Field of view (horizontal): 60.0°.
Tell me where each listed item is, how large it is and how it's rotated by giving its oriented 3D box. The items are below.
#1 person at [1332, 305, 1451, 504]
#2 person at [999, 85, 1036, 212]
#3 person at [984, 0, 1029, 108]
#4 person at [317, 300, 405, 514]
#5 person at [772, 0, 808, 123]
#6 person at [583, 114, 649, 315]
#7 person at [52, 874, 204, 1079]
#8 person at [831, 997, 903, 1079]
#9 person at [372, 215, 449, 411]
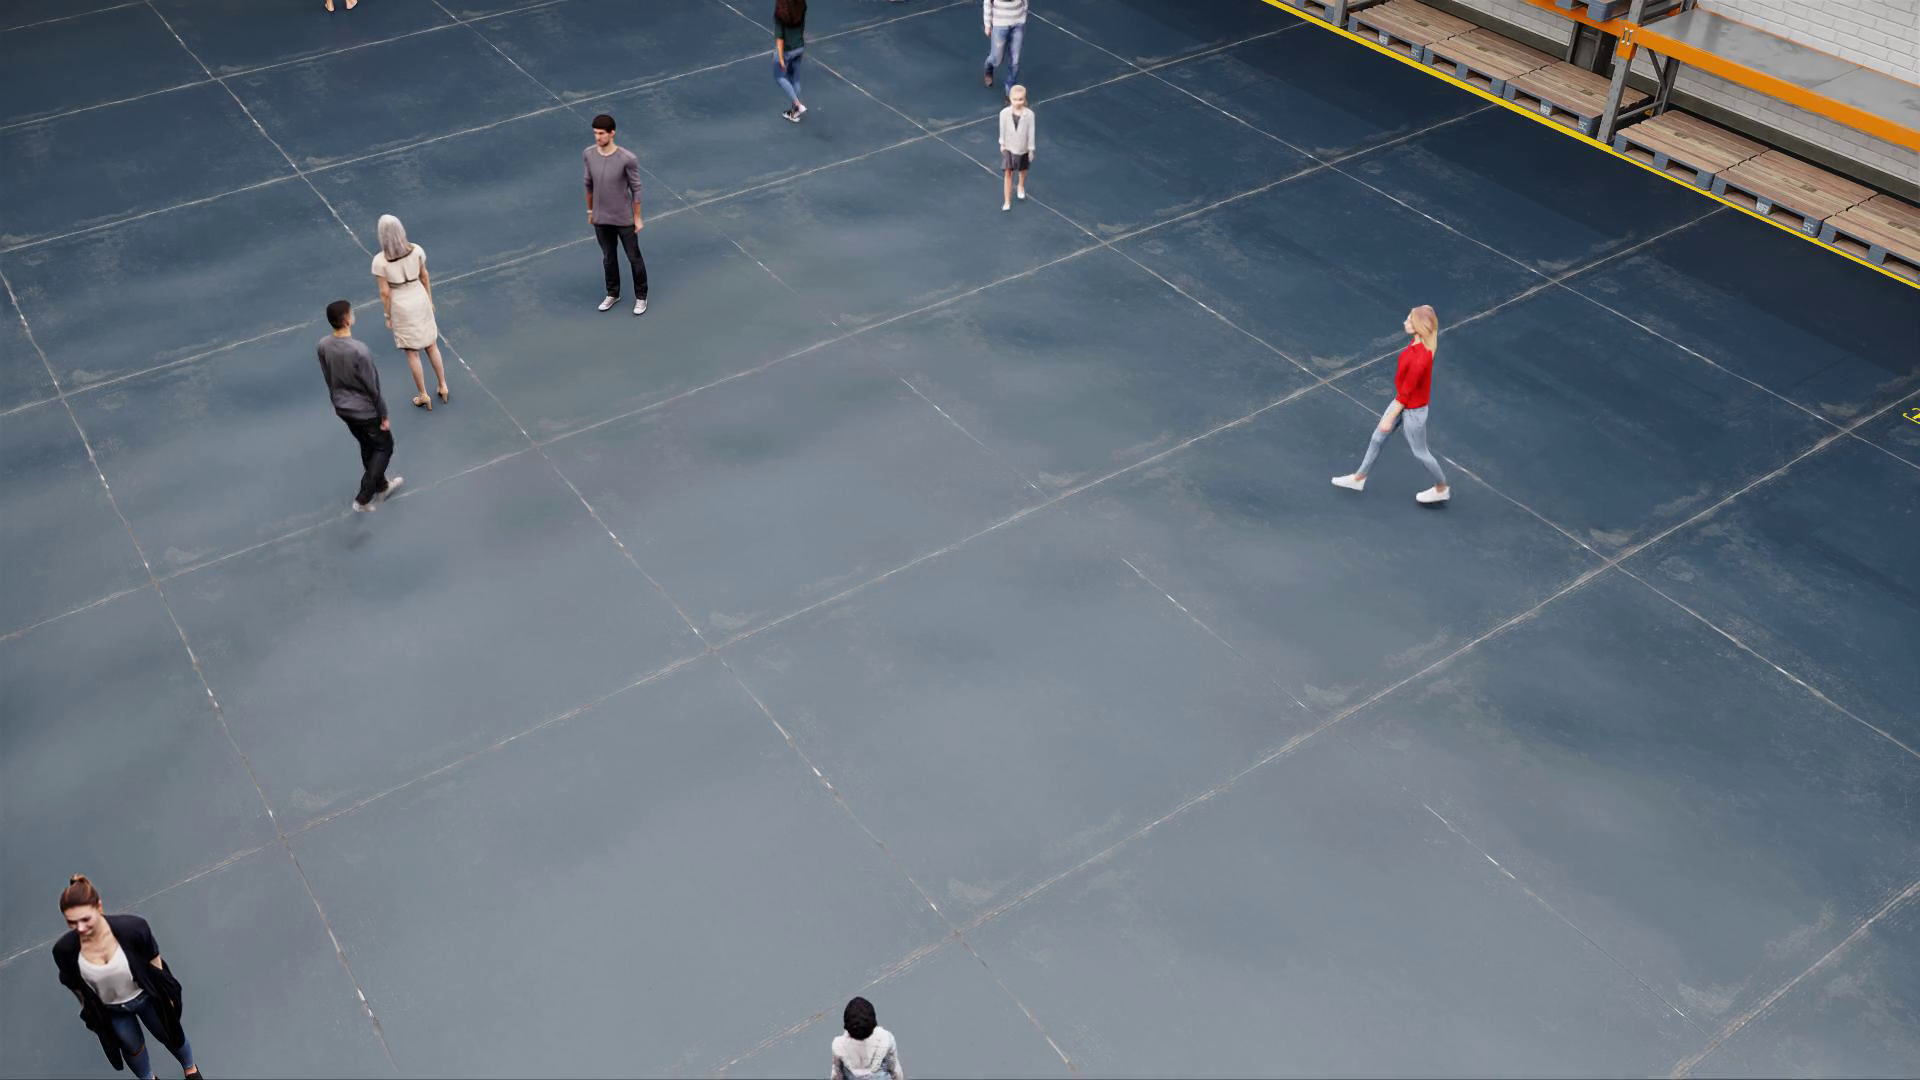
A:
[{"bbox_3d":[3.444,-0.948,12.454,1.148,1.660,1.106,6,39,7],"label":"person"},{"bbox_3d":[0.575,-3.929,16.522,0.844,1.241,0.937,4,39,5],"label":"person"},{"bbox_3d":[0.494,-5.719,18.287,0.815,1.836,0.998,-11,40,-13],"label":"person"},{"bbox_3d":[-4.505,-0.932,12.366,0.959,1.746,0.988,9,39,11],"label":"person"},{"bbox_3d":[-1.782,-5.244,17.878,0.625,1.605,0.703,-30,47,-32],"label":"person"},{"bbox_3d":[-3.054,-2.893,14.734,0.721,1.853,0.797,8,39,10],"label":"person"},{"bbox_3d":[-4.179,2.297,8.373,0.682,1.683,0.637,-14,41,-17],"label":"person"},{"bbox_3d":[-0.450,2.724,8.180,0.578,1.255,0.612,-6,39,-8],"label":"person"},{"bbox_3d":[-4.459,-1.848,13.519,0.607,1.736,0.559,-27,46,-30],"label":"person"}]
